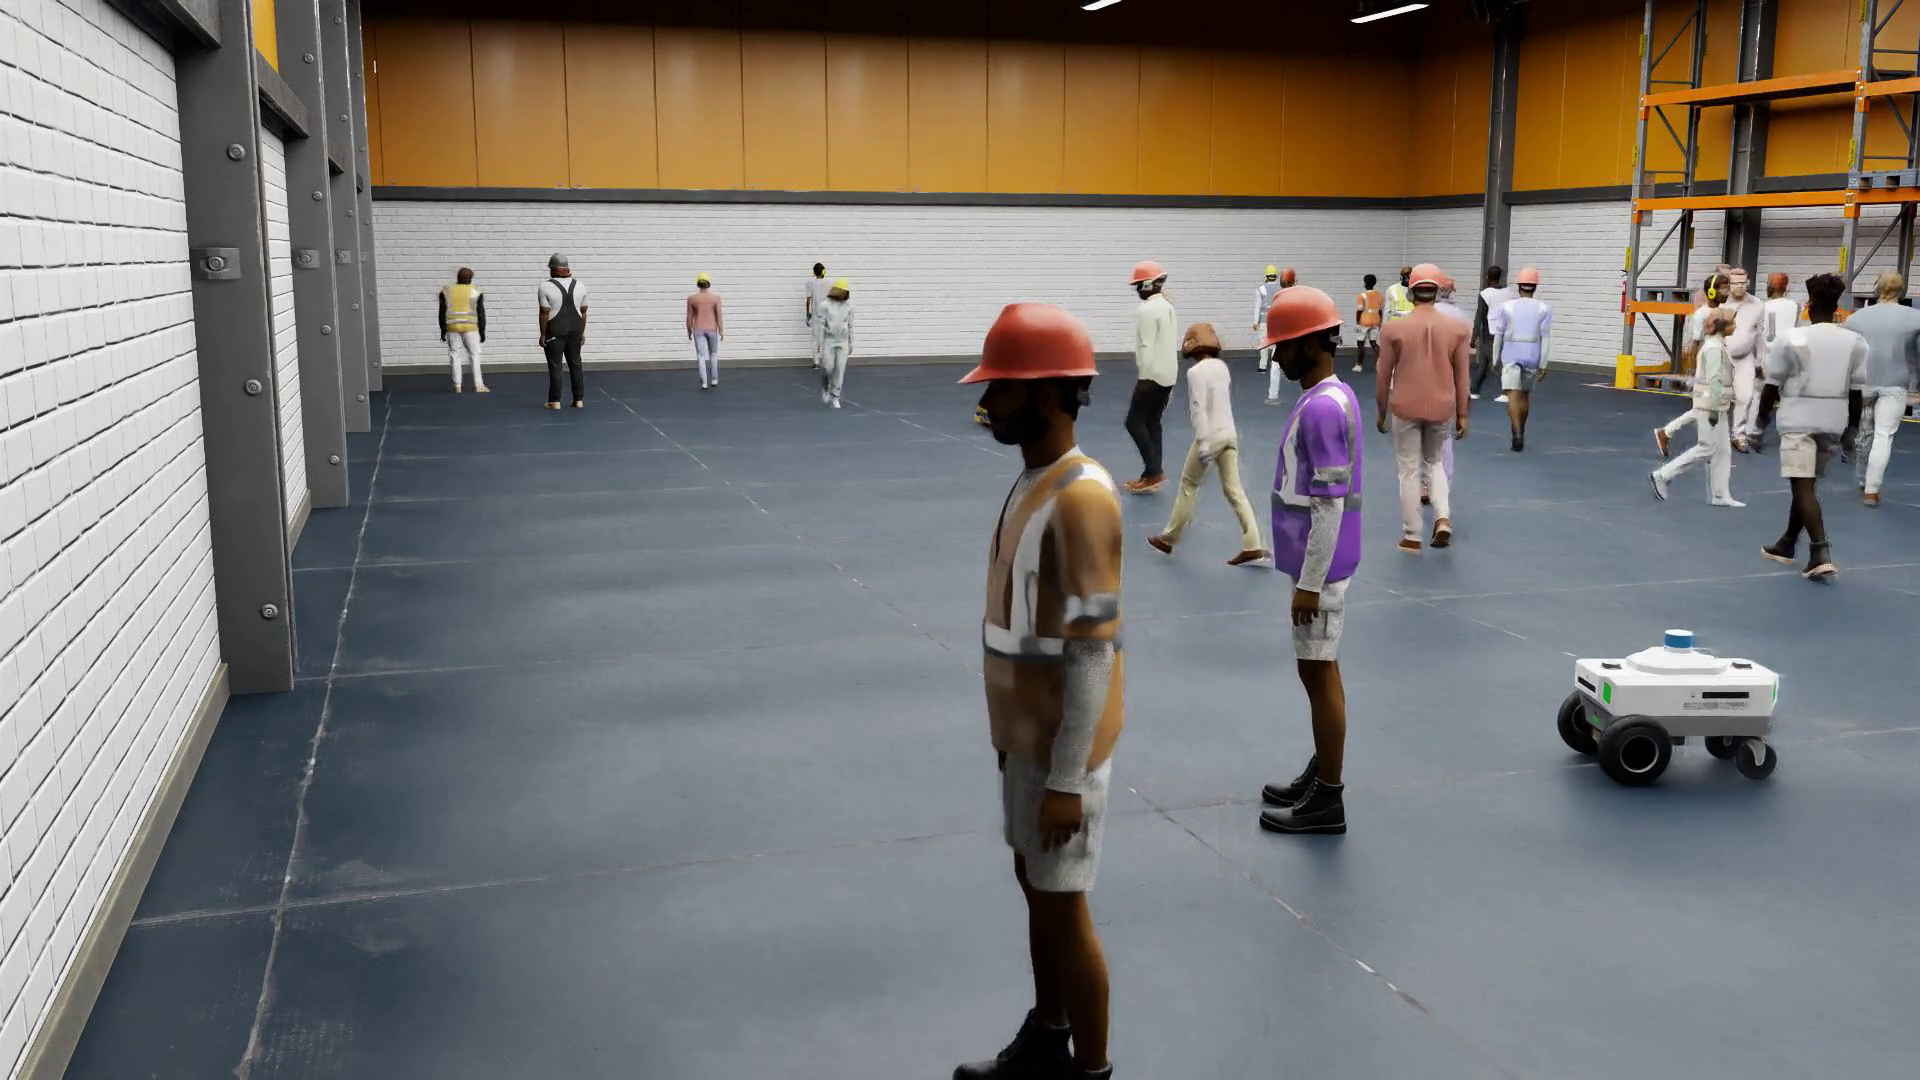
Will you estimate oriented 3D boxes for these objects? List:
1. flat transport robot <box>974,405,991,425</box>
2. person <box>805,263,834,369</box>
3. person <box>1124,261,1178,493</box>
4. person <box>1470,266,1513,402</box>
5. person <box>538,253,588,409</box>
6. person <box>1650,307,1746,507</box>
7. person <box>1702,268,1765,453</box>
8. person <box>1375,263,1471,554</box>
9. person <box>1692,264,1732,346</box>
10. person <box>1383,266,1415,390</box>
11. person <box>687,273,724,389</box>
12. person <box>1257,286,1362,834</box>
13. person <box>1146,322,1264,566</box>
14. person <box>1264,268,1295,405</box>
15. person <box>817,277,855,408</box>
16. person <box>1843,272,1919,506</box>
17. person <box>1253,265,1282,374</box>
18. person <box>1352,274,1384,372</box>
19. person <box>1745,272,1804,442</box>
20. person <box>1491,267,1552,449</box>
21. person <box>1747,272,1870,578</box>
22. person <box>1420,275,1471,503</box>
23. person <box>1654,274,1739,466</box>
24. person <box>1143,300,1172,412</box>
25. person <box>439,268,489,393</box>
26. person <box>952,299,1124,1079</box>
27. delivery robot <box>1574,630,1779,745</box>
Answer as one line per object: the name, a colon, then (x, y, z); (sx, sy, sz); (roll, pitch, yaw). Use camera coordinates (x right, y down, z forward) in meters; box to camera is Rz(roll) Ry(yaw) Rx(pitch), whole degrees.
flat transport robot: (0.648, -1.433, 19.395); (0.652, 0.197, 1.431); (-2, 10, -13)
person: (-2.470, -3.941, 29.313); (0.519, 1.865, 0.335); (-1, 10, -7)
person: (1.628, -1.360, 14.067); (0.551, 1.975, 0.682); (5, 11, 29)
person: (7.360, -2.857, 23.040); (0.605, 1.872, 0.987); (-6, 12, -33)
person: (-5.266, -2.750, 21.905); (0.689, 2.000, 0.539); (-8, 13, -40)
person: (5.988, -1.067, 13.378); (0.648, 1.615, 0.526); (5, 11, 27)
person: (7.872, -1.821, 16.968); (0.672, 1.882, 0.593); (2, 10, 11)
person: (3.129, -0.884, 11.314); (0.611, 1.973, 0.431); (0, 10, -1)
person: (10.030, -2.692, 21.984); (0.676, 1.891, 0.432); (-2, 10, -13)
person: (6.628, -3.147, 24.781); (0.626, 1.844, 0.429); (1, 10, 6)
person: (-3.846, -3.161, 25.141); (0.552, 1.729, 0.824); (-1, 10, -5)
person: (1.219, 0.076, 5.871); (0.385, 1.925, 0.550); (2, 10, 14)
person: (1.630, -0.628, 10.933); (0.892, 1.581, 0.533); (8, 13, 39)
person: (4.398, -2.677, 22.080); (0.569, 1.852, 0.950); (-3, 10, -19)
person: (-1.640, -2.602, 21.948); (0.517, 1.717, 0.448); (-3, 10, -17)
person: (7.546, -1.237, 13.606); (0.636, 1.893, 1.007); (8, 13, 39)
person: (5.235, -3.718, 28.107); (0.588, 1.835, 0.403); (-2, 10, -11)
person: (6.995, -3.696, 28.417); (0.540, 1.683, 0.607); (-5, 11, -25)
person: (8.677, -1.908, 17.616); (0.568, 1.848, 0.964); (-2, 10, -11)
person: (5.882, -1.901, 17.420); (0.557, 1.904, 0.938); (2, 10, 11)
person: (5.430, -0.736, 10.589); (0.601, 1.927, 0.987); (-1, 10, -6)
person: (3.920, -1.248, 13.735); (0.777, 1.865, 0.473); (-9, 13, -41)
person: (7.198, -1.655, 16.144); (0.784, 1.849, 0.533); (9, 14, 43)
person: (2.452, -2.314, 20.614); (0.519, 1.620, 0.506); (-7, 12, -36)
person: (-7.246, -3.056, 24.340); (0.694, 1.816, 0.430); (-2, 10, -9)
person: (0.180, 0.431, 3.787); (0.369, 1.937, 0.549); (-2, 10, -10)
delivery robot: (2.817, 0.597, 6.552); (0.707, 0.478, 0.477); (0, 10, -1)
